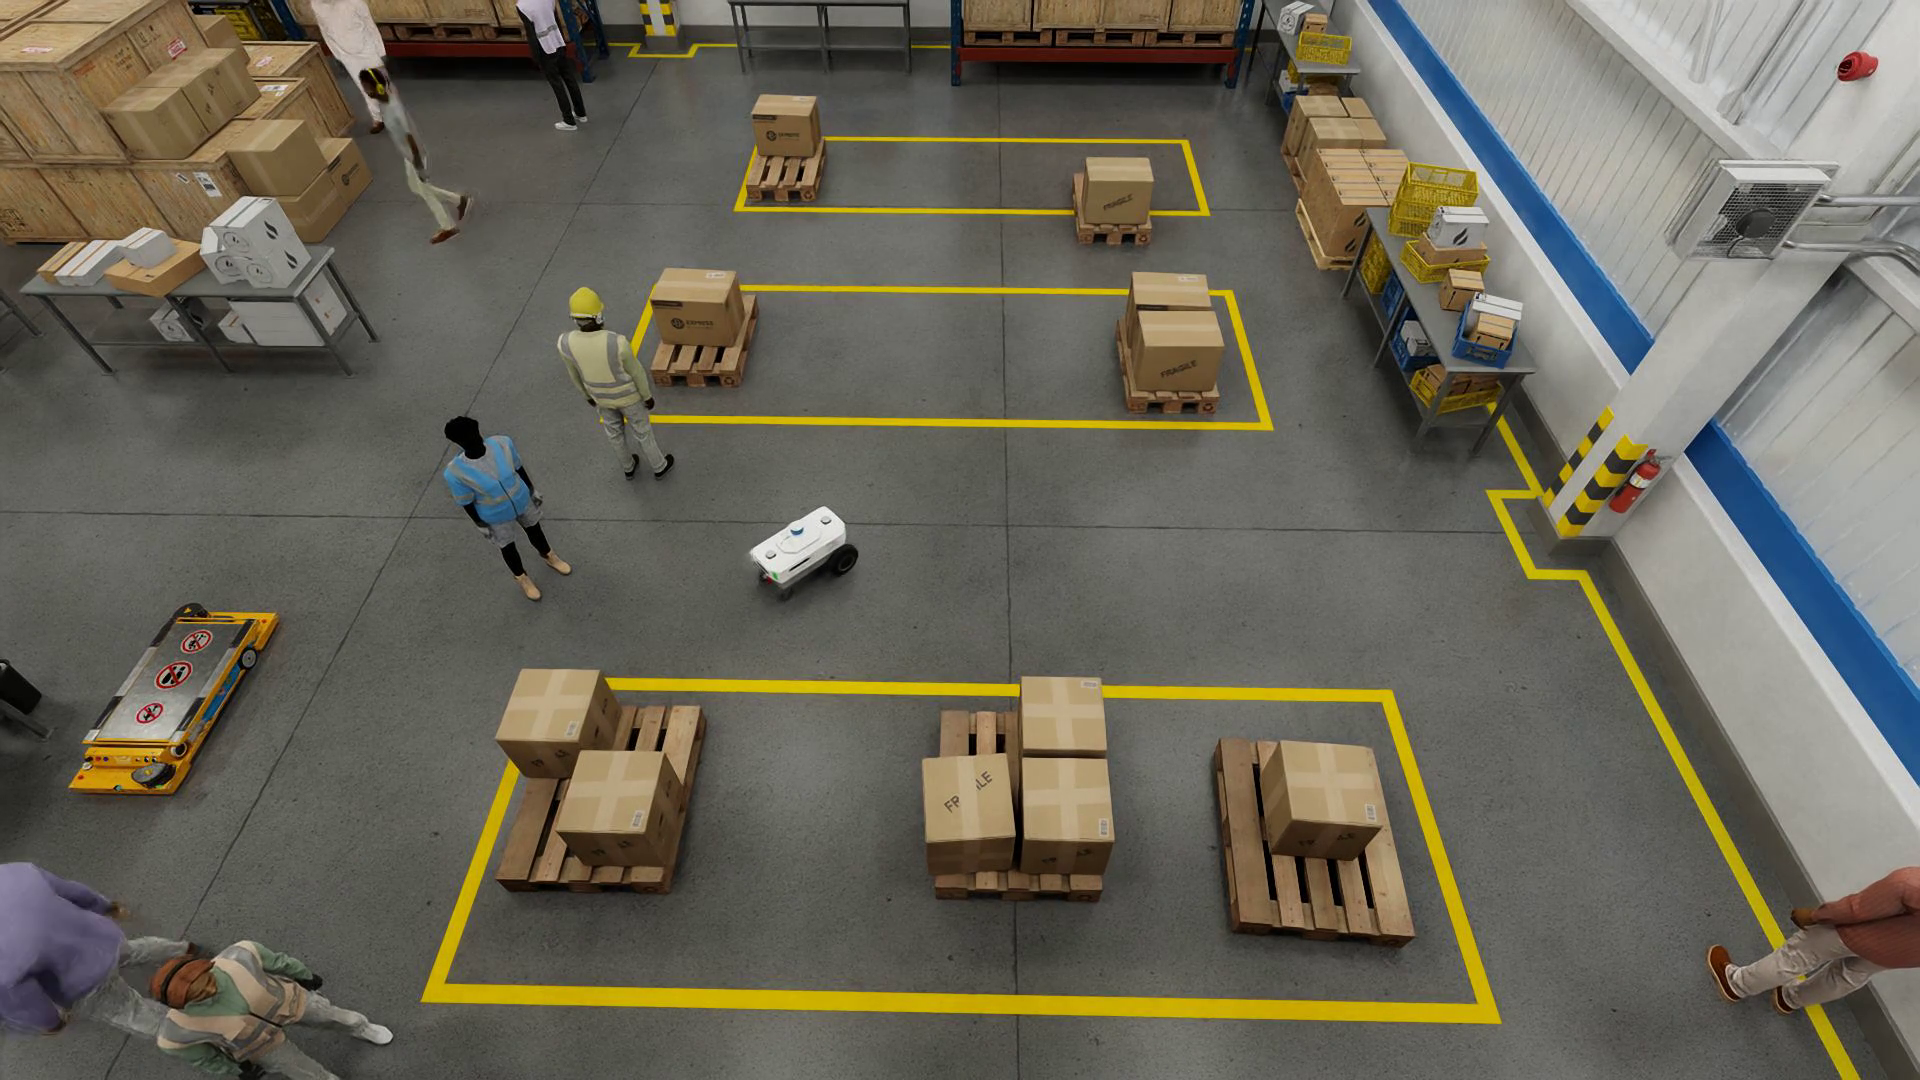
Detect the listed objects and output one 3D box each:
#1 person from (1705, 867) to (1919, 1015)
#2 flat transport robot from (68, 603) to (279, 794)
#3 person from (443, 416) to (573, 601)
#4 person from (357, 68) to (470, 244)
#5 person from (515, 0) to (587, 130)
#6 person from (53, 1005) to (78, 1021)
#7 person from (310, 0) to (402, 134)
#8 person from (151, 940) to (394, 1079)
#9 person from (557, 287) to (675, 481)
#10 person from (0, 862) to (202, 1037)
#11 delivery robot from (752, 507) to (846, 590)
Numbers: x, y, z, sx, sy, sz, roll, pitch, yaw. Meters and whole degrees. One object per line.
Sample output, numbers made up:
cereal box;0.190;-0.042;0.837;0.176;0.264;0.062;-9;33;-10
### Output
person;4.588;1.950;4.577;0.613;1.997;0.374;12;51;10
flat transport robot;-5.504;1.072;6.442;0.652;0.197;1.431;1;50;1
person;-3.281;-0.238;6.622;0.317;1.696;0.539;28;55;22
person;-5.798;-4.113;9.808;0.518;1.849;0.519;-35;58;-26
person;-5.144;-6.148;11.484;0.392;1.914;0.587;18;52;14
person;-5.143;1.984;4.651;0.430;1.841;0.624;-36;58;-26
person;-7.490;-6.055;11.410;0.652;1.905;0.403;-5;50;-4
person;-3.358;2.350;4.477;0.312;1.633;0.517;15;51;12
person;-2.751;-1.197;7.352;0.586;1.824;0.404;4;50;3
person;-4.380;2.069;4.540;0.445;1.904;0.735;-17;52;-14
delivery robot;-1.233;0.047;7.065;0.707;0.478;0.477;-34;58;-25
